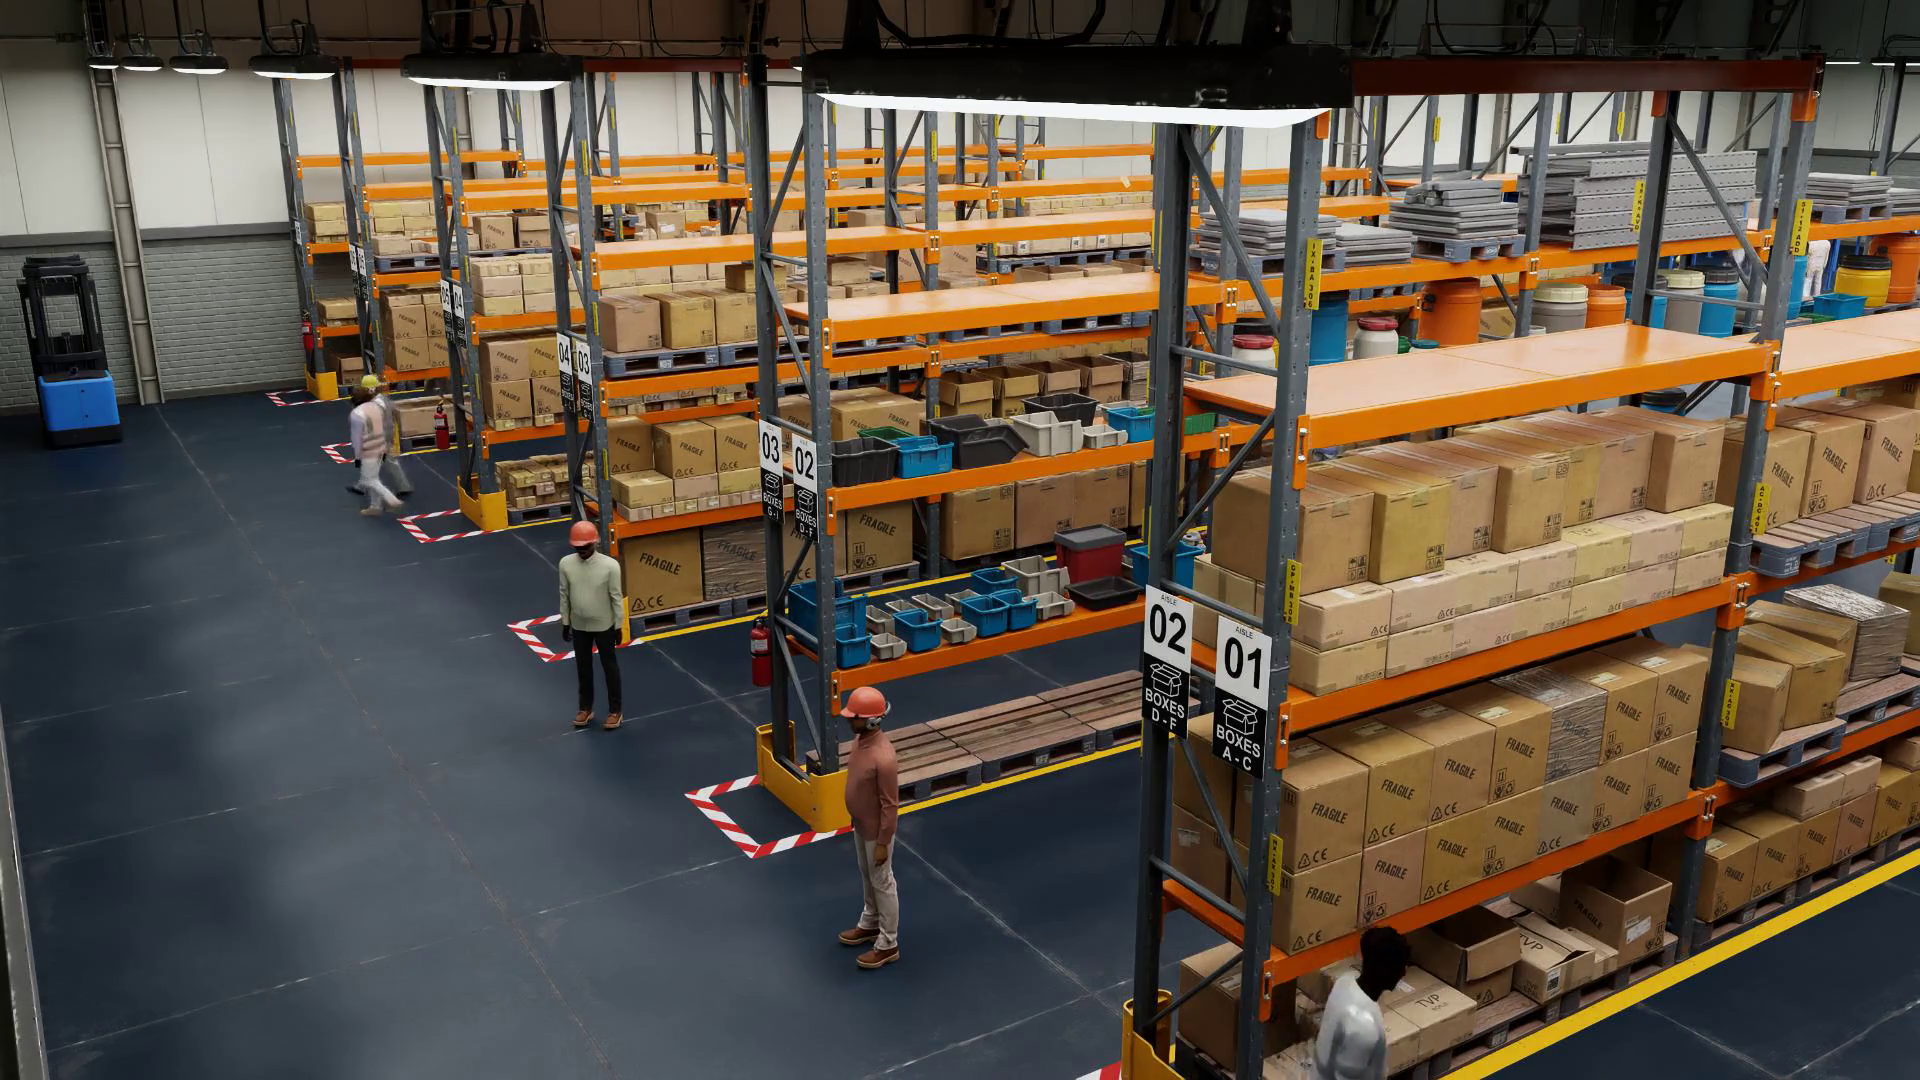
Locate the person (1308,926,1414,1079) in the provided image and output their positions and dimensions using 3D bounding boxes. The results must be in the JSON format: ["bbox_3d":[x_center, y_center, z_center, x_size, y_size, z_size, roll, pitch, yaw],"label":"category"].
[{"bbox_3d":[2.051,2.819,7.937,1.033,1.898,0.623,0,17,1],"label":"person"}]

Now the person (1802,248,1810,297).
[{"bbox_3d":[20.947,-6.739,39.466,0.640,1.804,0.946,-13,21,-36],"label":"person"}]

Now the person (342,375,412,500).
[{"bbox_3d":[-8.200,-1.417,22.042,0.952,1.769,0.597,-5,18,-17],"label":"person"}]

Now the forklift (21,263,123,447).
[{"bbox_3d":[-14.518,-3.079,25.708,1.129,2.768,1.873,-10,20,-31],"label":"forklift"}]

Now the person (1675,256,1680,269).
[{"bbox_3d":[16.159,-5.533,35.558,0.308,1.772,0.525,-4,17,-12],"label":"person"}]

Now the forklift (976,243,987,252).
[{"bbox_3d":[0.988,-5.474,34.718,1.214,2.155,2.313,-10,20,-31],"label":"forklift"}]

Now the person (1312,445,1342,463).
[{"bbox_3d":[4.944,-1.237,21.193,0.376,1.934,0.547,-10,20,-30],"label":"person"}]

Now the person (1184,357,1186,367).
[{"bbox_3d":[3.405,-2.575,25.661,1.021,1.901,0.613,-10,20,-29],"label":"person"}]

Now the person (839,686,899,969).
[{"bbox_3d":[-0.608,1.926,10.718,0.379,1.996,0.610,-7,18,-22],"label":"person"}]

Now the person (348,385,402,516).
[{"bbox_3d":[-7.874,-1.178,21.205,0.585,1.821,0.652,2,17,7],"label":"person"}]

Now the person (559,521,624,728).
[{"bbox_3d":[-3.397,0.769,14.531,0.617,1.986,0.408,3,17,11],"label":"person"}]

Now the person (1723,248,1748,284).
[{"bbox_3d":[20.170,-7.251,41.119,0.539,1.810,0.991,-6,18,-19],"label":"person"}]

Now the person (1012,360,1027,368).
[{"bbox_3d":[0.947,-1.731,23.017,0.804,1.819,0.632,-7,18,-23],"label":"person"}]

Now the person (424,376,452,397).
[{"bbox_3d":[-8.889,-2.850,26.518,0.910,1.900,0.644,-12,20,-33],"label":"person"}]

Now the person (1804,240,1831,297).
[{"bbox_3d":[21.573,-6.924,39.887,0.638,1.909,0.407,-2,17,-6],"label":"person"}]

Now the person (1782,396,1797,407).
[{"bbox_3d":[13.191,-2.475,25.339,0.580,1.880,1.006,16,23,42],"label":"person"}]
